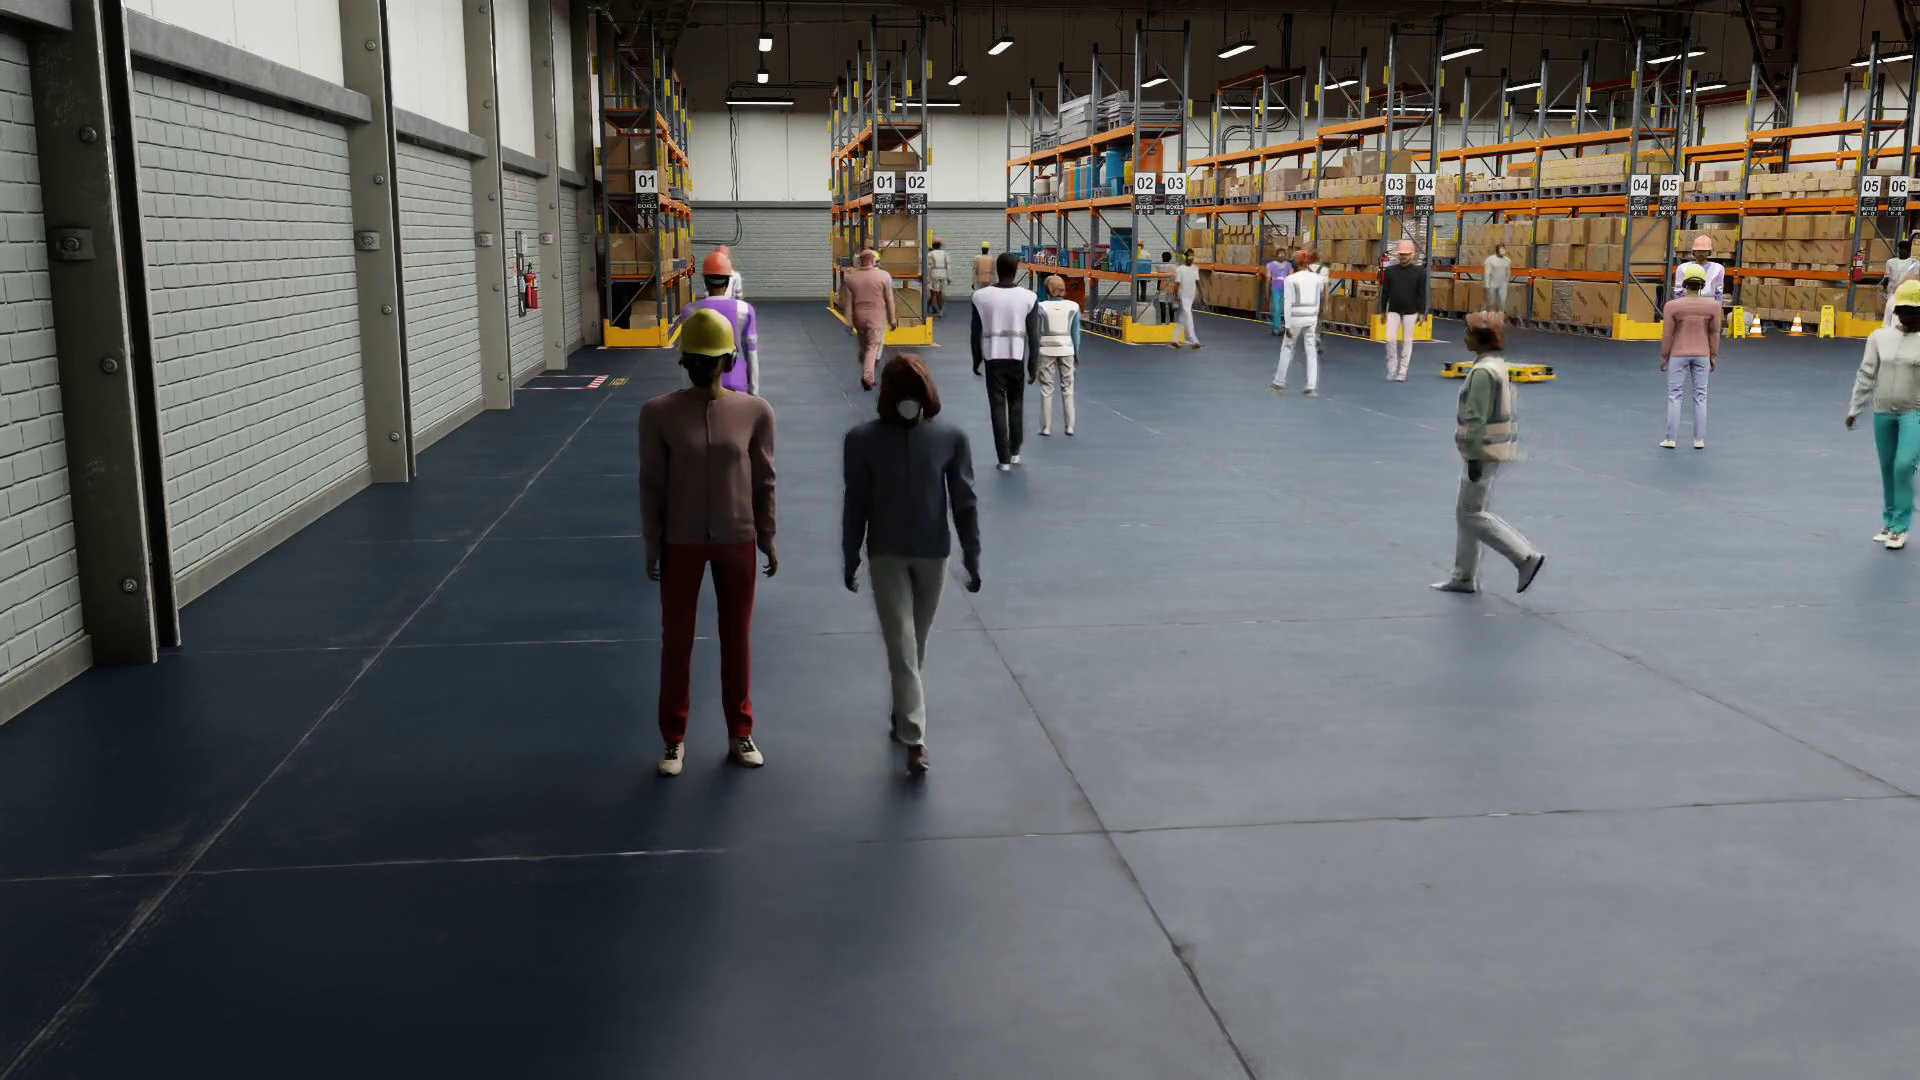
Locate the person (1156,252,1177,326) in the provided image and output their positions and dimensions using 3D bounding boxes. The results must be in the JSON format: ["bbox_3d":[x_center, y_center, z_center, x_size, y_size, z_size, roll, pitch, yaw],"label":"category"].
[{"bbox_3d":[4.594,-5.570,37.064,0.535,1.699,0.318,-6,12,-30],"label":"person"}]

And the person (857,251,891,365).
[{"bbox_3d":[-1.411,-3.701,26.534,0.624,1.795,0.883,-2,11,-13],"label":"person"}]

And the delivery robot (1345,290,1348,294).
[{"bbox_3d":[11.591,-7.262,49.223,0.707,0.478,0.477,-8,13,-36],"label":"delivery robot"}]

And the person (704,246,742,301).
[{"bbox_3d":[-3.389,-3.224,23.678,0.575,1.885,0.980,-4,11,-21],"label":"person"}]

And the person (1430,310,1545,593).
[{"bbox_3d":[2.981,-0.468,9.320,0.550,1.627,0.523,5,11,26],"label":"person"}]

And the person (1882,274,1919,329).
[{"bbox_3d":[11.226,-2.344,19.692,0.864,1.584,0.497,-3,11,-16],"label":"person"}]

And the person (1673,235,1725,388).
[{"bbox_3d":[9.912,-3.057,22.351,0.616,2.040,0.381,3,11,17],"label":"person"}]

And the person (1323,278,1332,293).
[{"bbox_3d":[9.487,-6.857,43.646,0.365,1.885,0.670,-7,12,-33],"label":"person"}]

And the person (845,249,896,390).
[{"bbox_3d":[-1.218,-2.944,22.221,0.640,1.867,0.952,3,11,18],"label":"person"}]

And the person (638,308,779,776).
[{"bbox_3d":[-0.943,0.012,6.296,0.524,1.764,0.329,-3,11,-15],"label":"person"}]

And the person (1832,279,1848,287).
[{"bbox_3d":[19.330,-5.425,36.344,0.547,1.657,0.798,-1,10,-7],"label":"person"}]

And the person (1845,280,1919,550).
[{"bbox_3d":[6.116,-0.813,10.885,0.702,1.743,0.546,-7,12,-33],"label":"person"}]

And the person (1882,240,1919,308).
[{"bbox_3d":[18.104,-4.786,32.048,0.604,1.960,0.369,8,13,39],"label":"person"}]

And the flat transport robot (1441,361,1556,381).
[{"bbox_3d":[7.649,-2.406,23.639,0.652,0.197,1.431,-9,14,-40],"label":"flat transport robot"}]

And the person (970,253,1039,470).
[{"bbox_3d":[0.385,-1.587,14.742,0.591,1.881,0.863,-1,10,-3],"label":"person"}]

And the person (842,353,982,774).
[{"bbox_3d":[-0.182,0.079,6.404,0.520,1.581,0.831,-2,11,-13],"label":"person"}]

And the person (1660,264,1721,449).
[{"bbox_3d":[6.979,-1.747,15.927,0.524,1.769,0.308,2,11,11],"label":"person"}]

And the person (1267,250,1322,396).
[{"bbox_3d":[4.340,-2.787,21.423,0.599,1.844,0.926,-4,11,-20],"label":"person"}]

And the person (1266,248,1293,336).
[{"bbox_3d":[6.571,-5.064,34.030,0.571,1.796,0.962,-3,11,-15],"label":"person"}]

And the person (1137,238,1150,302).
[{"bbox_3d":[4.914,-7.274,45.649,0.646,1.968,0.807,1,10,6],"label":"person"}]

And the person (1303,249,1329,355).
[{"bbox_3d":[6.043,-4.058,28.427,0.530,1.826,0.539,1,10,4],"label":"person"}]

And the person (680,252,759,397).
[{"bbox_3d":[-1.723,-1.105,11.999,0.552,1.917,0.751,-2,11,-11],"label":"person"}]

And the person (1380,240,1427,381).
[{"bbox_3d":[6.177,-3.190,23.243,0.652,1.972,0.630,5,11,24],"label":"person"}]

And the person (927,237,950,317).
[{"bbox_3d":[-0.598,-6.641,42.112,0.638,1.999,0.694,-6,12,-32],"label":"person"}]

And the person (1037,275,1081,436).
[{"bbox_3d":[0.972,-1.873,16.967,0.530,1.632,0.314,-1,10,-8],"label":"person"}]

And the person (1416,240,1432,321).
[{"bbox_3d":[11.087,-6.282,40.033,0.699,2.000,0.679,-2,11,-11],"label":"person"}]

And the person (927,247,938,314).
[{"bbox_3d":[-0.775,-6.966,44.163,0.555,1.908,0.784,-6,12,-29],"label":"person"}]

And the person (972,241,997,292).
[{"bbox_3d":[0.592,-6.277,40.338,0.619,1.913,0.434,-3,11,-14],"label":"person"}]

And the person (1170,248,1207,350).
[{"bbox_3d":[4.126,-4.343,30.020,0.539,1.823,0.971,-8,13,-38],"label":"person"}]

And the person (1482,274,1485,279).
[{"bbox_3d":[14.331,-7.106,44.842,0.653,1.935,0.432,-2,10,-9],"label":"person"}]

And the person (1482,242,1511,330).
[{"bbox_3d":[11.798,-5.597,36.632,0.634,1.916,0.802,-2,10,-9],"label":"person"}]
